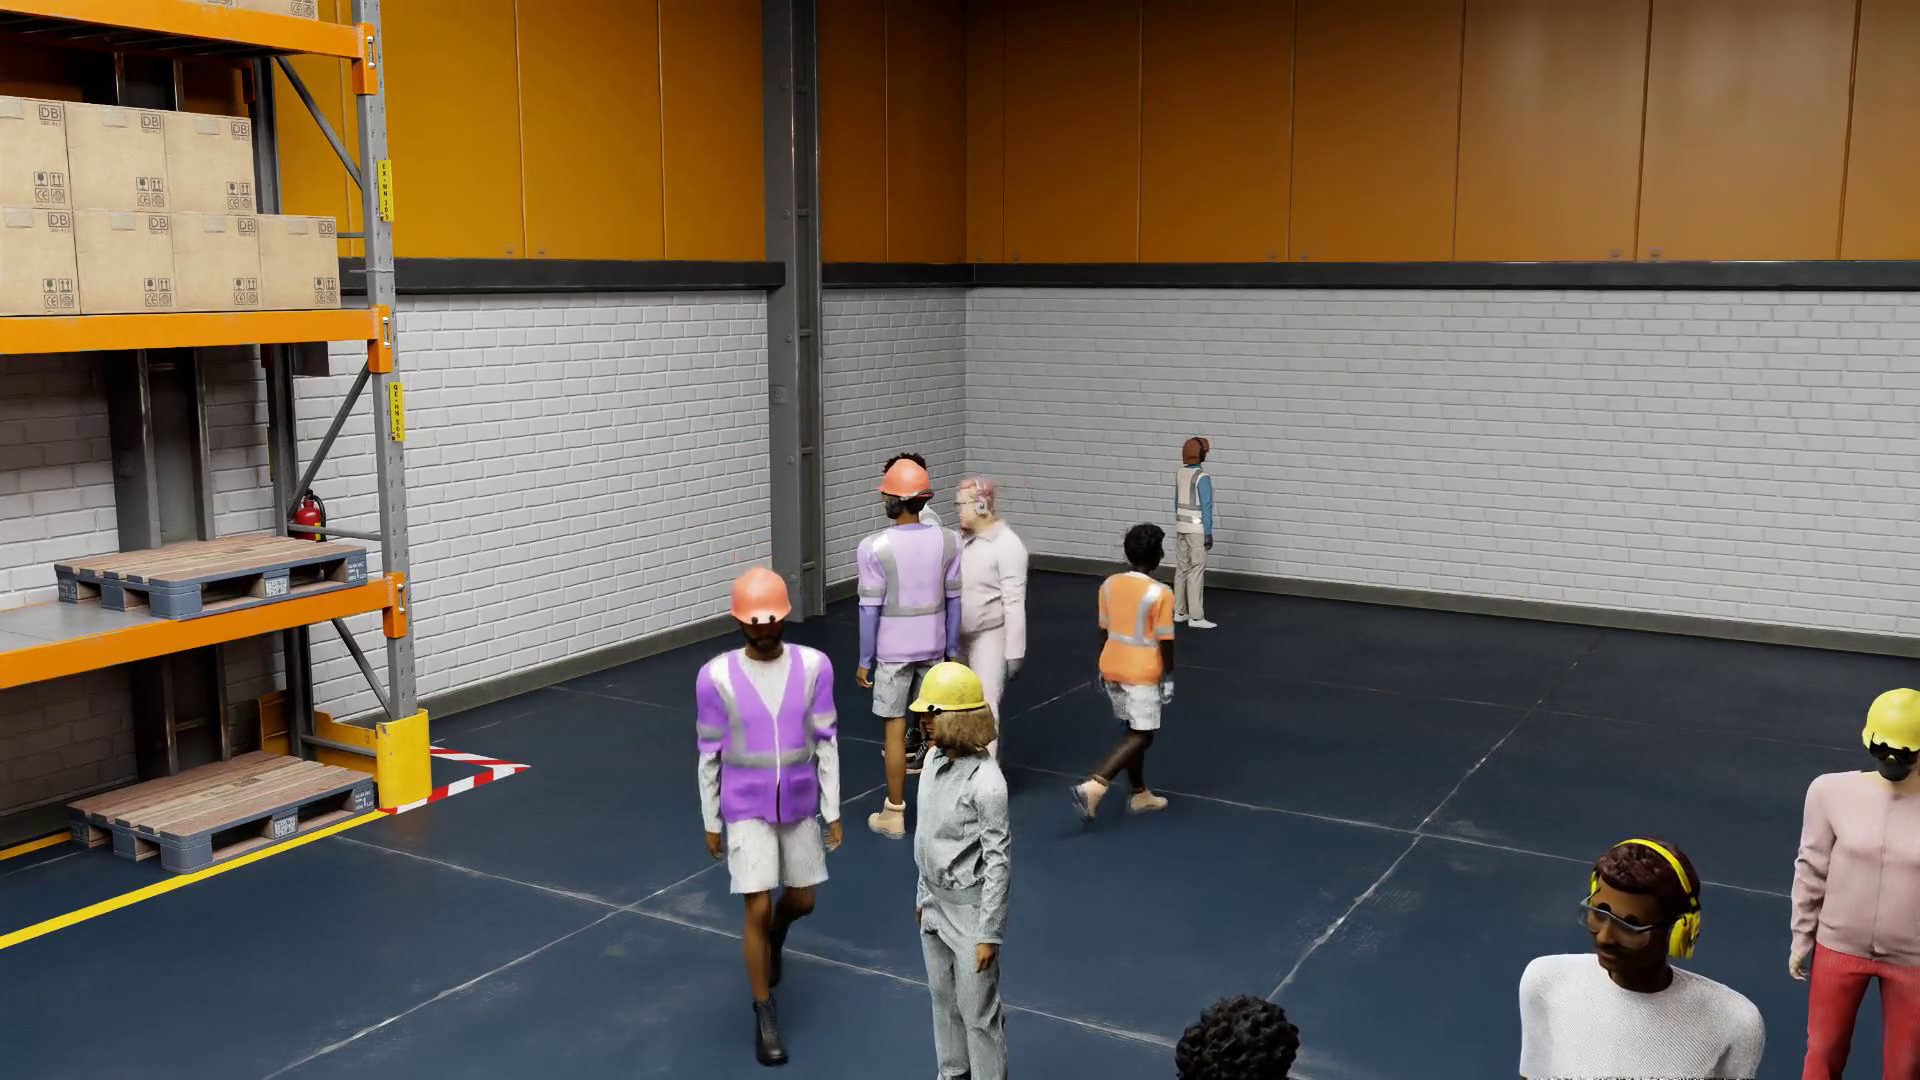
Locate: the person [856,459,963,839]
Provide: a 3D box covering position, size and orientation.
[{"bbox_3d":[-0.280,0.584,8.955,0.610,2.048,0.362,-5,10,-27],"label":"person"}]

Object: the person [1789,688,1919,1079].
[{"bbox_3d":[2.911,1.320,5.268,0.524,1.759,0.328,5,11,31],"label":"person"}]

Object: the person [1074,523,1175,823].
[{"bbox_3d":[0.896,0.743,9.119,0.699,1.672,0.542,-7,11,-36],"label":"person"}]

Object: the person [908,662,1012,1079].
[{"bbox_3d":[-0.021,1.266,5.643,0.303,1.743,0.494,-5,10,-29],"label":"person"}]

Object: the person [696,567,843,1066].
[{"bbox_3d":[-0.765,1.029,6.607,0.556,1.914,0.756,-3,10,-19],"label":"person"}]

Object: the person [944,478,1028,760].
[{"bbox_3d":[0.068,0.604,9.430,0.516,1.879,0.700,-5,10,-28],"label":"person"}]

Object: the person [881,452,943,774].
[{"bbox_3d":[-0.276,0.437,10.144,0.388,1.959,0.602,-2,9,-14],"label":"person"}]

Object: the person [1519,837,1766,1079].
[{"bbox_3d":[1.431,1.534,3.600,0.513,1.866,0.331,5,10,27],"label":"person"}]

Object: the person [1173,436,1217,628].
[{"bbox_3d":[2.005,-0.066,14.263,0.306,1.645,0.523,-4,10,-22],"label":"person"}]

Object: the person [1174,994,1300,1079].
[{"bbox_3d":[0.507,1.687,3.167,0.319,1.695,0.532,-9,13,-44],"label":"person"}]
